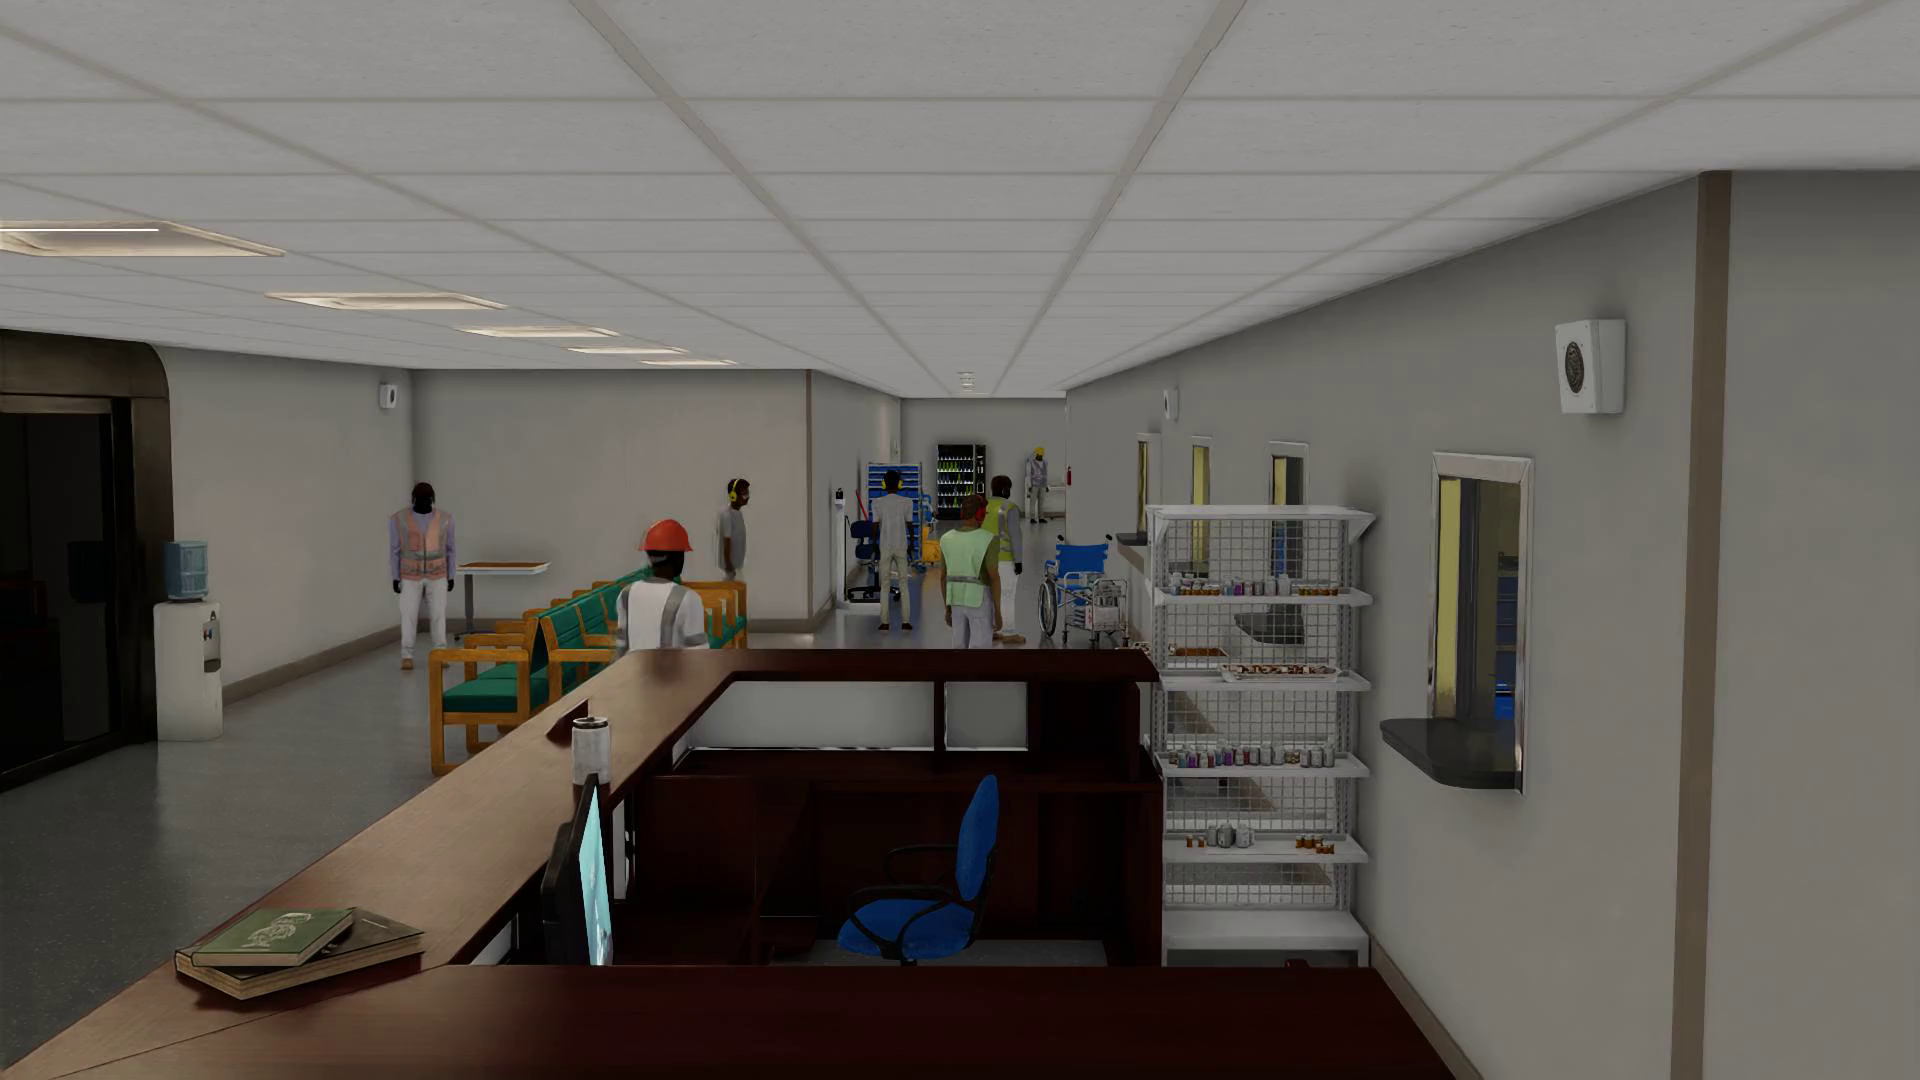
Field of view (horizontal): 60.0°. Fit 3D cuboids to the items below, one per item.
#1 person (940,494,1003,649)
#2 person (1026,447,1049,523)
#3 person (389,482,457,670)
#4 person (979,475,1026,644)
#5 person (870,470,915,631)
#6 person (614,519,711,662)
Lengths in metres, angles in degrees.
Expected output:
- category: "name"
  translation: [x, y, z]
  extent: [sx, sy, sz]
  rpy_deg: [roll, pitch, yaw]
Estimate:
- category: "person"
  translation: [0.087, 0.555, 13.302]
  extent: [0.563, 1.838, 0.390]
  rpy_deg: [3, 5, 35]
- category: "person"
  translation: [1.860, -1.302, 39.439]
  extent: [0.586, 1.827, 0.404]
  rpy_deg: [-3, 5, -32]
- category: "person"
  translation: [-5.228, 0.352, 16.219]
  extent: [0.626, 1.837, 0.430]
  rpy_deg: [-2, 4, -23]
- category: "person"
  translation: [0.455, 0.210, 18.126]
  extent: [0.429, 1.844, 0.627]
  rpy_deg: [-4, 6, -45]
- category: "person"
  translation: [-0.774, 0.126, 19.137]
  extent: [0.520, 1.865, 0.328]
  rpy_deg: [0, 4, -3]
- category: "person"
  translation: [-1.576, 0.831, 9.092]
  extent: [0.570, 1.881, 0.981]
  rpy_deg: [3, 5, 32]
